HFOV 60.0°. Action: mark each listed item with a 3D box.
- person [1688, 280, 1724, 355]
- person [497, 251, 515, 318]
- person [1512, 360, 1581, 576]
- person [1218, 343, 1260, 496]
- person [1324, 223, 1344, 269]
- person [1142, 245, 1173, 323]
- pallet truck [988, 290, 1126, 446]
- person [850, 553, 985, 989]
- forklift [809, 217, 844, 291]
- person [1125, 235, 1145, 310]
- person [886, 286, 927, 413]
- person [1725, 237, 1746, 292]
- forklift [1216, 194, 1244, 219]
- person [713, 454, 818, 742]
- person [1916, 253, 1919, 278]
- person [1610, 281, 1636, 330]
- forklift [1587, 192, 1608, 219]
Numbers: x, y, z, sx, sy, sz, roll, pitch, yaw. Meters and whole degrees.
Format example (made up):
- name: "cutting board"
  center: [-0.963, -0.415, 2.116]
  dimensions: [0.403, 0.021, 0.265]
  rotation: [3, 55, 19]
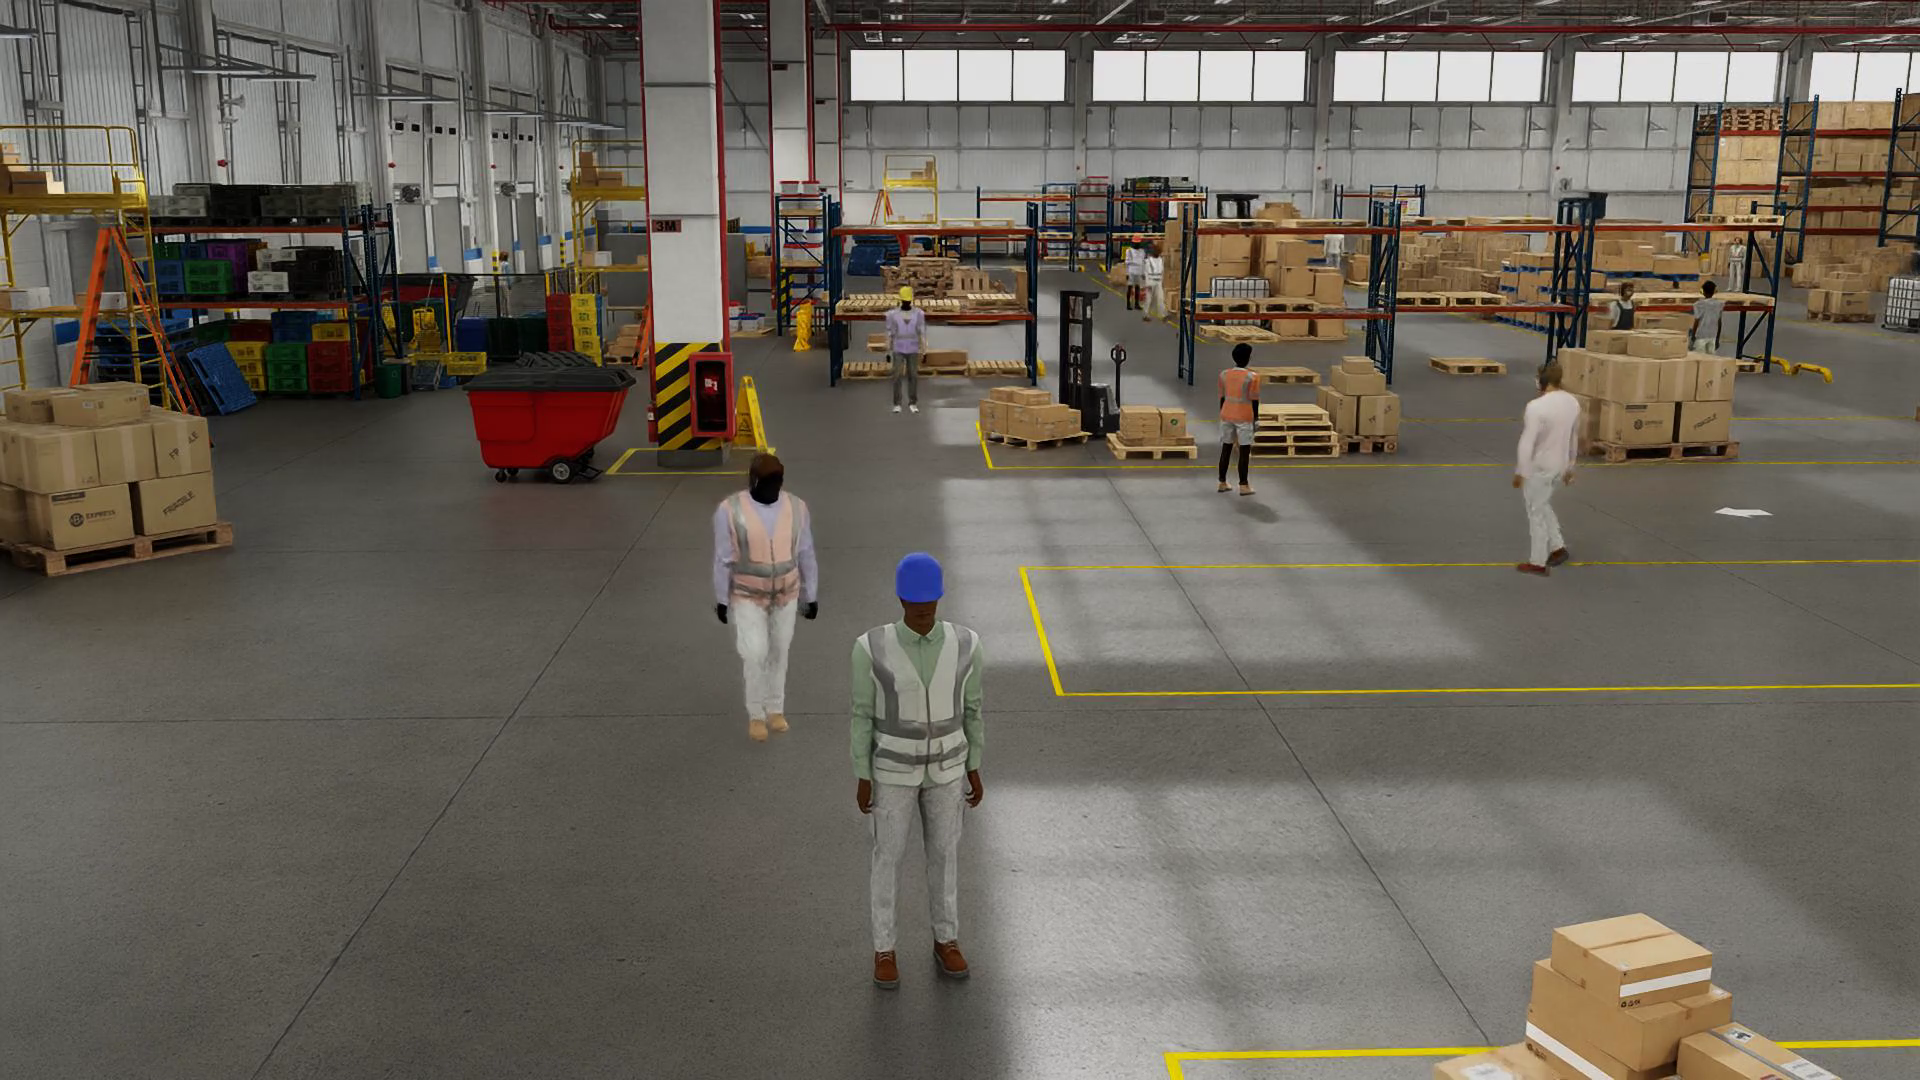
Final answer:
- name: "person"
  center: [11.812, -3.176, 26.381]
  dimensions: [0.520, 1.864, 0.333]
  rotation: [-1, 13, -7]
- name: "person"
  center: [-11.180, -6.259, 40.829]
  dimensions: [0.313, 1.634, 0.515]
  rotation: [-10, 16, -38]
- name: "person"
  center: [5.161, -0.630, 14.747]
  dimensions: [0.633, 1.928, 0.429]
  rotation: [-9, 16, -37]
- name: "person"
  center: [3.099, -1.343, 18.505]
  dimensions: [0.534, 1.692, 0.321]
  rotation: [12, 17, 42]
- name: "person"
  center: [11.878, -9.094, 52.922]
  dimensions: [0.629, 1.940, 0.376]
  rotation: [2, 13, 7]
- name: "person"
  center: [4.671, -6.066, 39.469]
  dimensions: [0.593, 1.835, 0.959]
  rotation: [-7, 14, -29]
- name: "pallet truck"
  center: [1.257, -2.299, 22.111]
  dimensions: [1.885, 1.965, 0.823]
  rotation: [-9, 15, -35]
- name: "person"
  center: [-0.181, 1.002, 7.322]
  dimensions: [0.605, 1.948, 0.391]
  rotation: [-4, 13, -16]
- name: "forklift"
  center: [-4.375, -8.619, 48.637]
  dimensions: [1.873, 2.768, 1.129]
  rotation: [0, 12, -2]
- name: "person"
  center: [4.563, -6.949, 43.239]
  dimensions: [0.542, 1.939, 0.366]
  rotation: [-4, 13, -19]
- name: "person"
  center: [-0.796, -2.825, 24.705]
  dimensions: [0.599, 1.905, 0.443]
  rotation: [-3, 13, -13]
- name: "person"
  center: [23.260, -8.258, 49.830]
  dimensions: [0.307, 1.641, 0.511]
  rotation: [-9, 16, -36]
- name: "forklift"
  center: [9.027, -10.194, 55.748]
  dimensions: [1.129, 2.768, 1.873]
  rotation: [-4, 13, -17]
- name: "person"
  center: [-1.190, 0.369, 10.464]
  dimensions: [0.654, 1.820, 0.594]
  rotation: [-6, 14, -24]
- name: "person"
  center: [24.375, -6.630, 41.991]
  dimensions: [0.598, 1.863, 1.033]
  rotation: [-2, 13, -8]
- name: "person"
  center: [10.671, -3.285, 26.960]
  dimensions: [0.543, 1.823, 0.601]
  rotation: [-5, 14, -23]
- name: "forklift"
  center: [22.994, -11.168, 60.144]
  dimensions: [1.873, 2.768, 1.129]
  rotation: [0, 12, -2]
